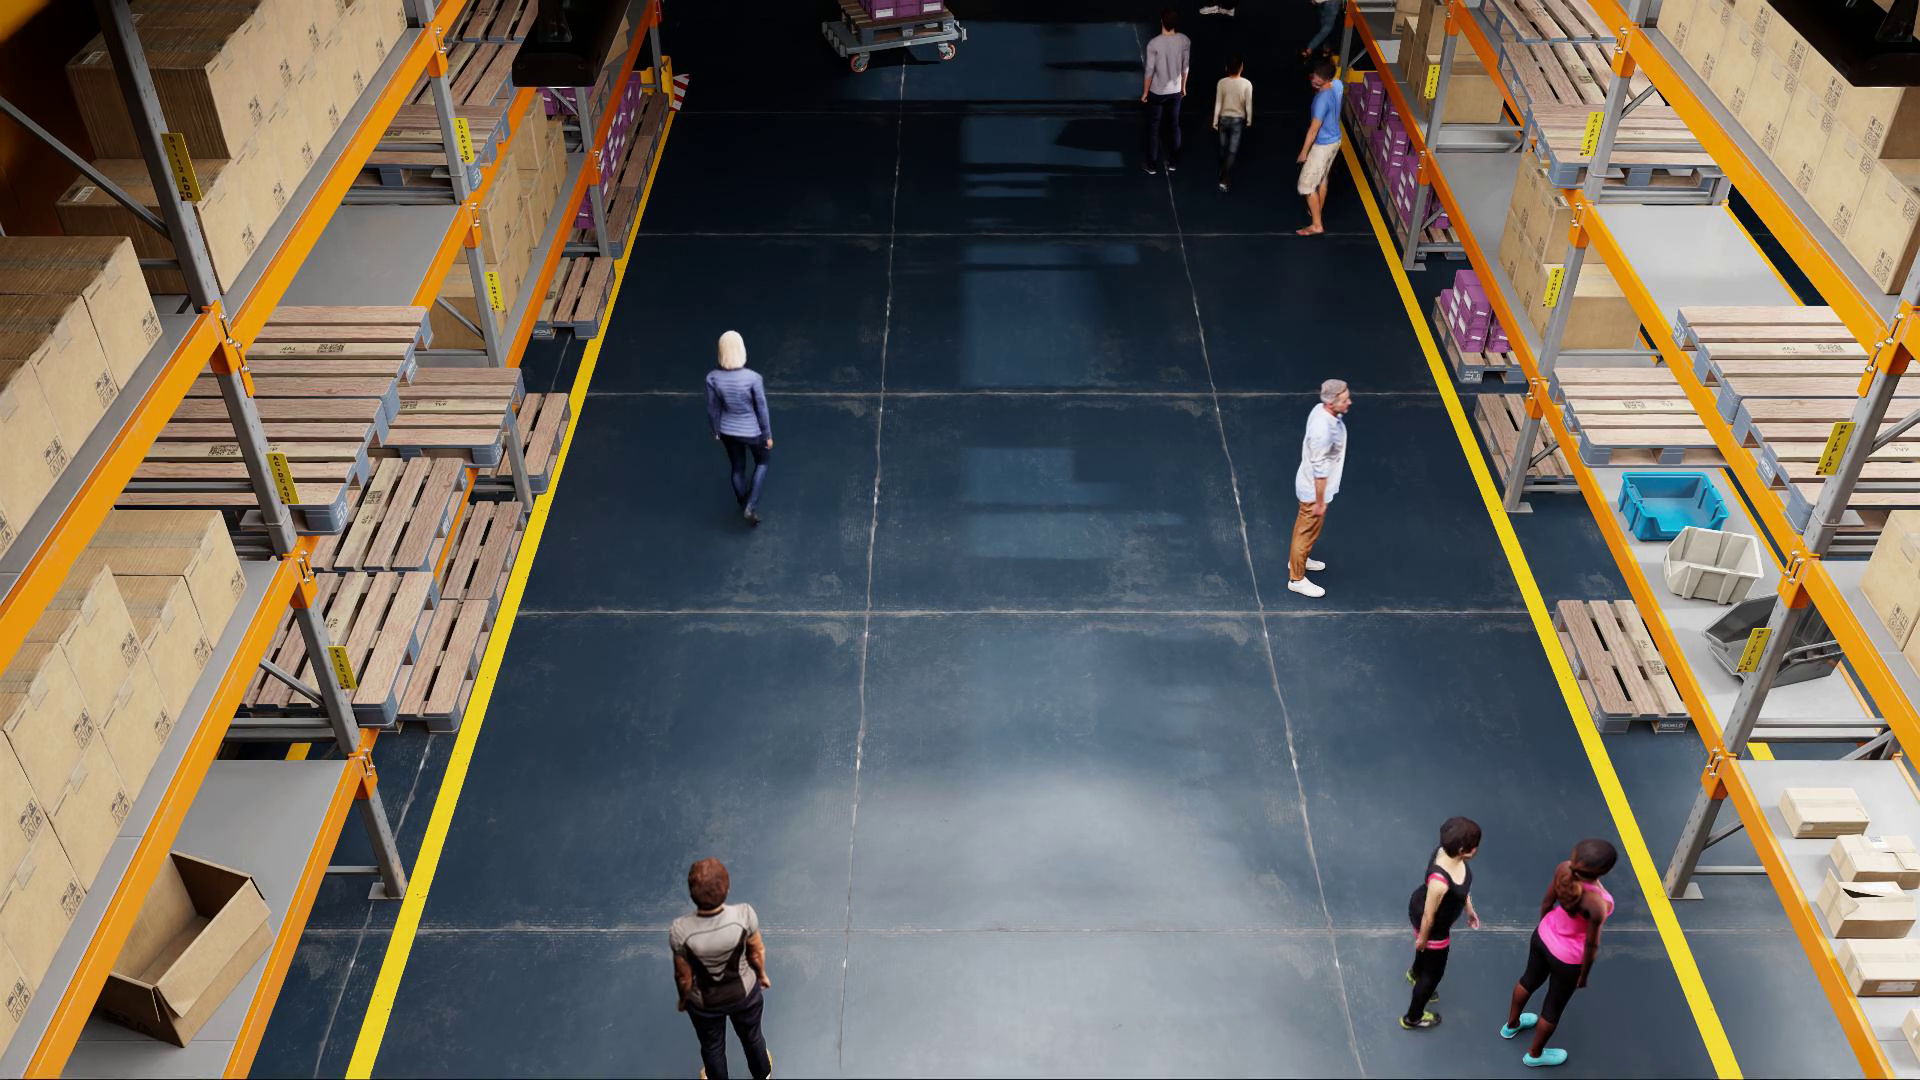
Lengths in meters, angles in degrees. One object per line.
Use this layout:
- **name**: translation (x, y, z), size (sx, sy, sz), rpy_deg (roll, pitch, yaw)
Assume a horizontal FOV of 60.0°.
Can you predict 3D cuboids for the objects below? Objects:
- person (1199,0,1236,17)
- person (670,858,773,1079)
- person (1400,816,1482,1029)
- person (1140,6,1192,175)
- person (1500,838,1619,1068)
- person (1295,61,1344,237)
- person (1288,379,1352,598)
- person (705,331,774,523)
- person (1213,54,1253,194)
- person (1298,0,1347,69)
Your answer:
- **person**: translation (3.513, -7.610, 21.545), size (0.872, 1.673, 0.804), rpy_deg (28, 46, 31)
- **person**: translation (-1.266, 2.378, 8.861), size (0.724, 1.894, 0.668), rpy_deg (-12, 40, -14)
- **person**: translation (2.693, 2.103, 9.493), size (0.746, 1.534, 0.666), rpy_deg (22, 44, 26)
- **person**: translation (2.216, -4.859, 17.964), size (0.711, 1.843, 0.630), rpy_deg (-9, 39, -11)
- **person**: translation (3.305, 2.250, 9.158), size (0.679, 1.723, 0.573), rpy_deg (-12, 40, -15)
- **person**: translation (3.722, -4.046, 16.958), size (0.818, 1.828, 0.916), rpy_deg (-25, 45, -28)
- **person**: translation (2.665, -0.424, 12.423), size (0.787, 1.828, 0.586), rpy_deg (8, 39, 9)
- **person**: translation (-1.720, -0.819, 12.992), size (0.732, 1.735, 0.793), rpy_deg (7, 39, 9)
- **person**: translation (2.887, -4.428, 17.742), size (0.786, 1.445, 1.054), rpy_deg (14, 41, 17)
- **person**: translation (4.432, -6.539, 20.217), size (1.059, 1.655, 1.054), rpy_deg (-27, 46, -30)
